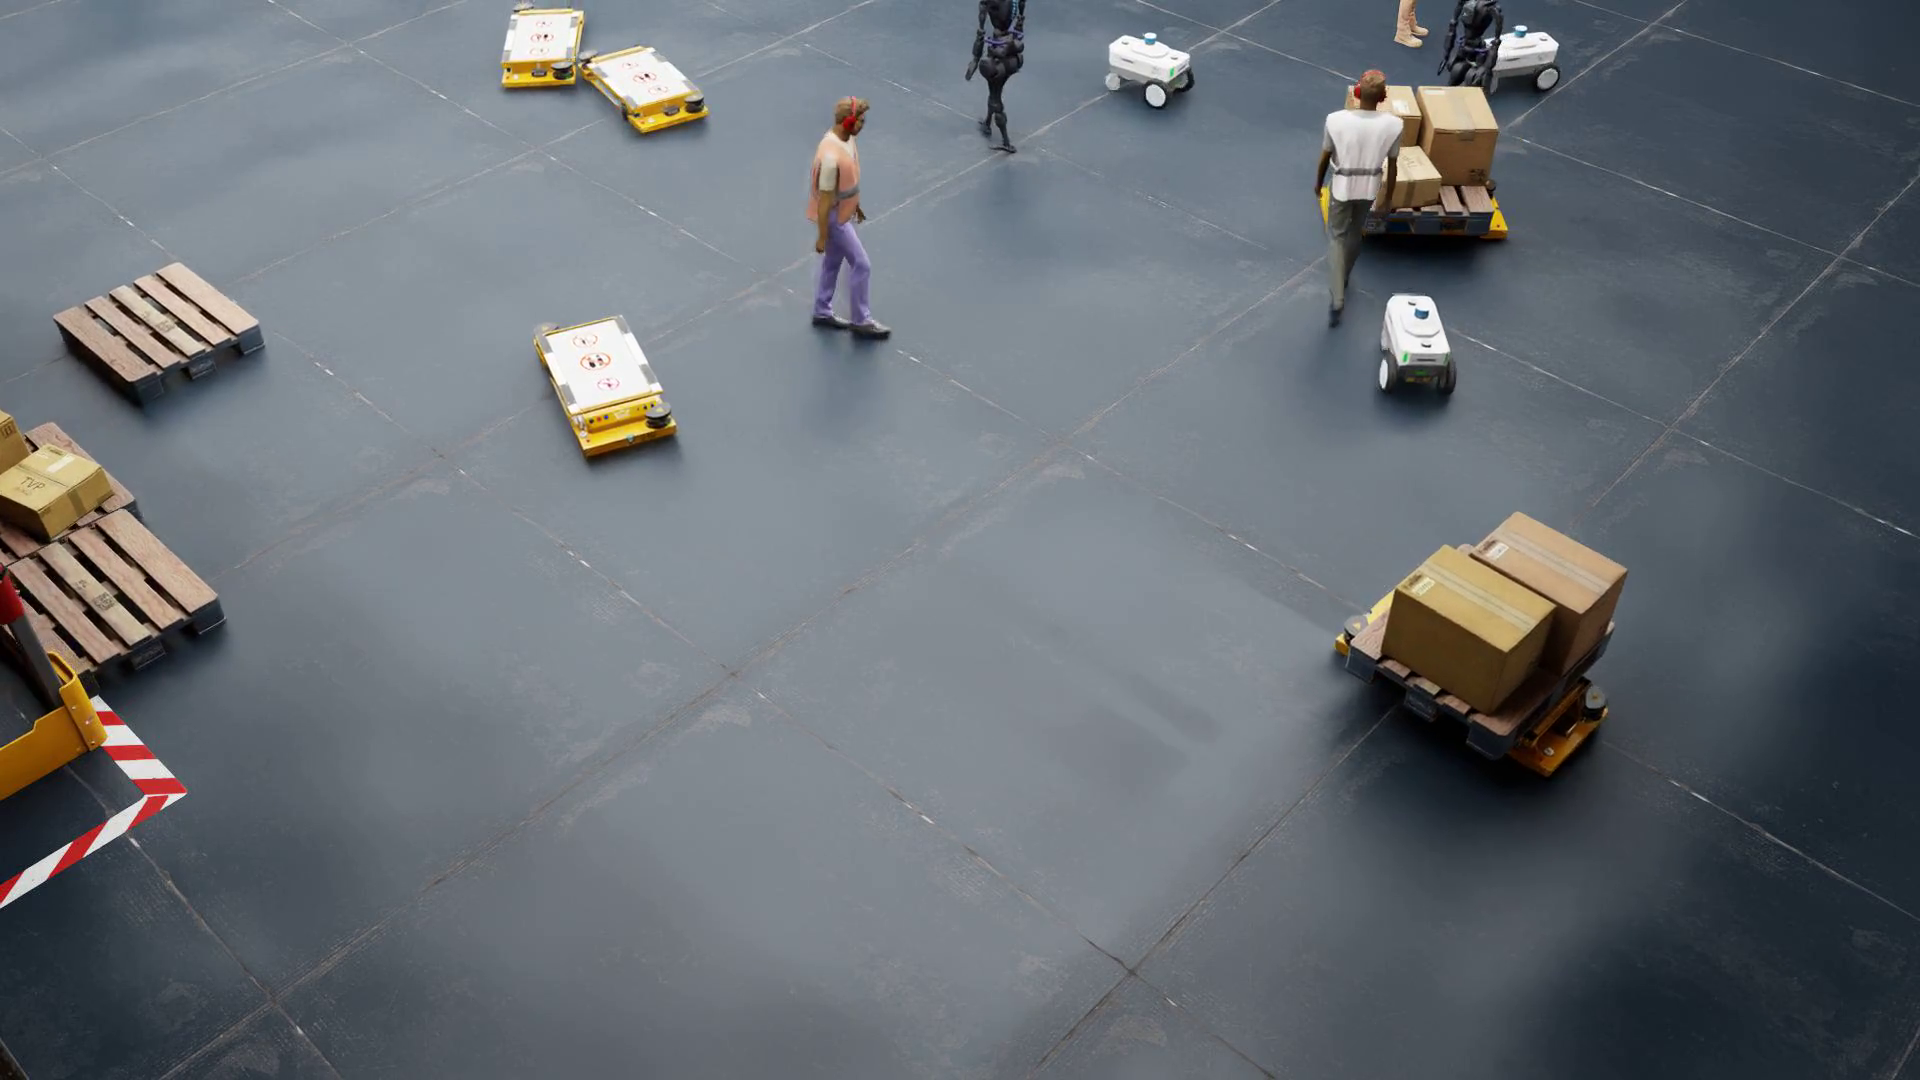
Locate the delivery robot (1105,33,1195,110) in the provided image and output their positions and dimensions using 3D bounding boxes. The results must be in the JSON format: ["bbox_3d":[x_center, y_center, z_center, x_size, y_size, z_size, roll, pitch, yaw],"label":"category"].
[{"bbox_3d":[1.734,-4.275,15.078,0.791,0.614,0.499,26,48,26],"label":"delivery robot"}]

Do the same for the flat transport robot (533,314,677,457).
[{"bbox_3d":[-2.538,-1.138,11.791,0.659,0.231,1.431,-17,45,-18],"label":"flat transport robot"}]

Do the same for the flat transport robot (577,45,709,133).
[{"bbox_3d":[-2.896,-4.133,15.119,0.659,0.231,1.431,-23,47,-24],"label":"flat transport robot"}]

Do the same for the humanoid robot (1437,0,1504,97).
[{"bbox_3d":[4.328,-4.012,13.939,0.487,1.649,0.610,-20,46,-20],"label":"humanoid robot"}]

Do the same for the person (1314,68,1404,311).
[{"bbox_3d":[2.899,-2.543,12.200,0.565,1.806,0.780,-1,42,-1],"label":"person"}]

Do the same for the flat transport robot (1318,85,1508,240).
[{"bbox_3d":[3.673,-2.705,13.532,1.431,0.231,0.659,1,42,1],"label":"flat transport robot"}]

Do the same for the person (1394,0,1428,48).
[{"bbox_3d":[4.360,-5.513,15.548,0.319,1.748,0.482,19,45,20],"label":"person"}]

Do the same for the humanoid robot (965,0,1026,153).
[{"bbox_3d":[0.286,-4.131,14.076,0.616,1.635,0.612,-32,51,-31],"label":"humanoid robot"}]

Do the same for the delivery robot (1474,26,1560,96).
[{"bbox_3d":[5.087,-4.396,15.213,0.815,0.614,0.499,-10,43,-11],"label":"delivery robot"}]

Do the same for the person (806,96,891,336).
[{"bbox_3d":[-0.782,-2.301,11.945,0.735,1.793,0.645,2,42,3],"label":"person"}]

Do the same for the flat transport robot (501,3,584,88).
[{"bbox_3d":[-3.939,-4.689,15.738,0.659,0.231,1.431,-4,42,-4],"label":"flat transport robot"}]

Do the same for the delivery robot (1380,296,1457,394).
[{"bbox_3d":[3.255,-1.389,11.871,0.499,0.614,0.791,1,42,1],"label":"delivery robot"}]

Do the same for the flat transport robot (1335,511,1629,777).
[{"bbox_3d":[2.968,0.770,9.671,0.659,0.231,1.431,-34,52,-32],"label":"flat transport robot"}]
